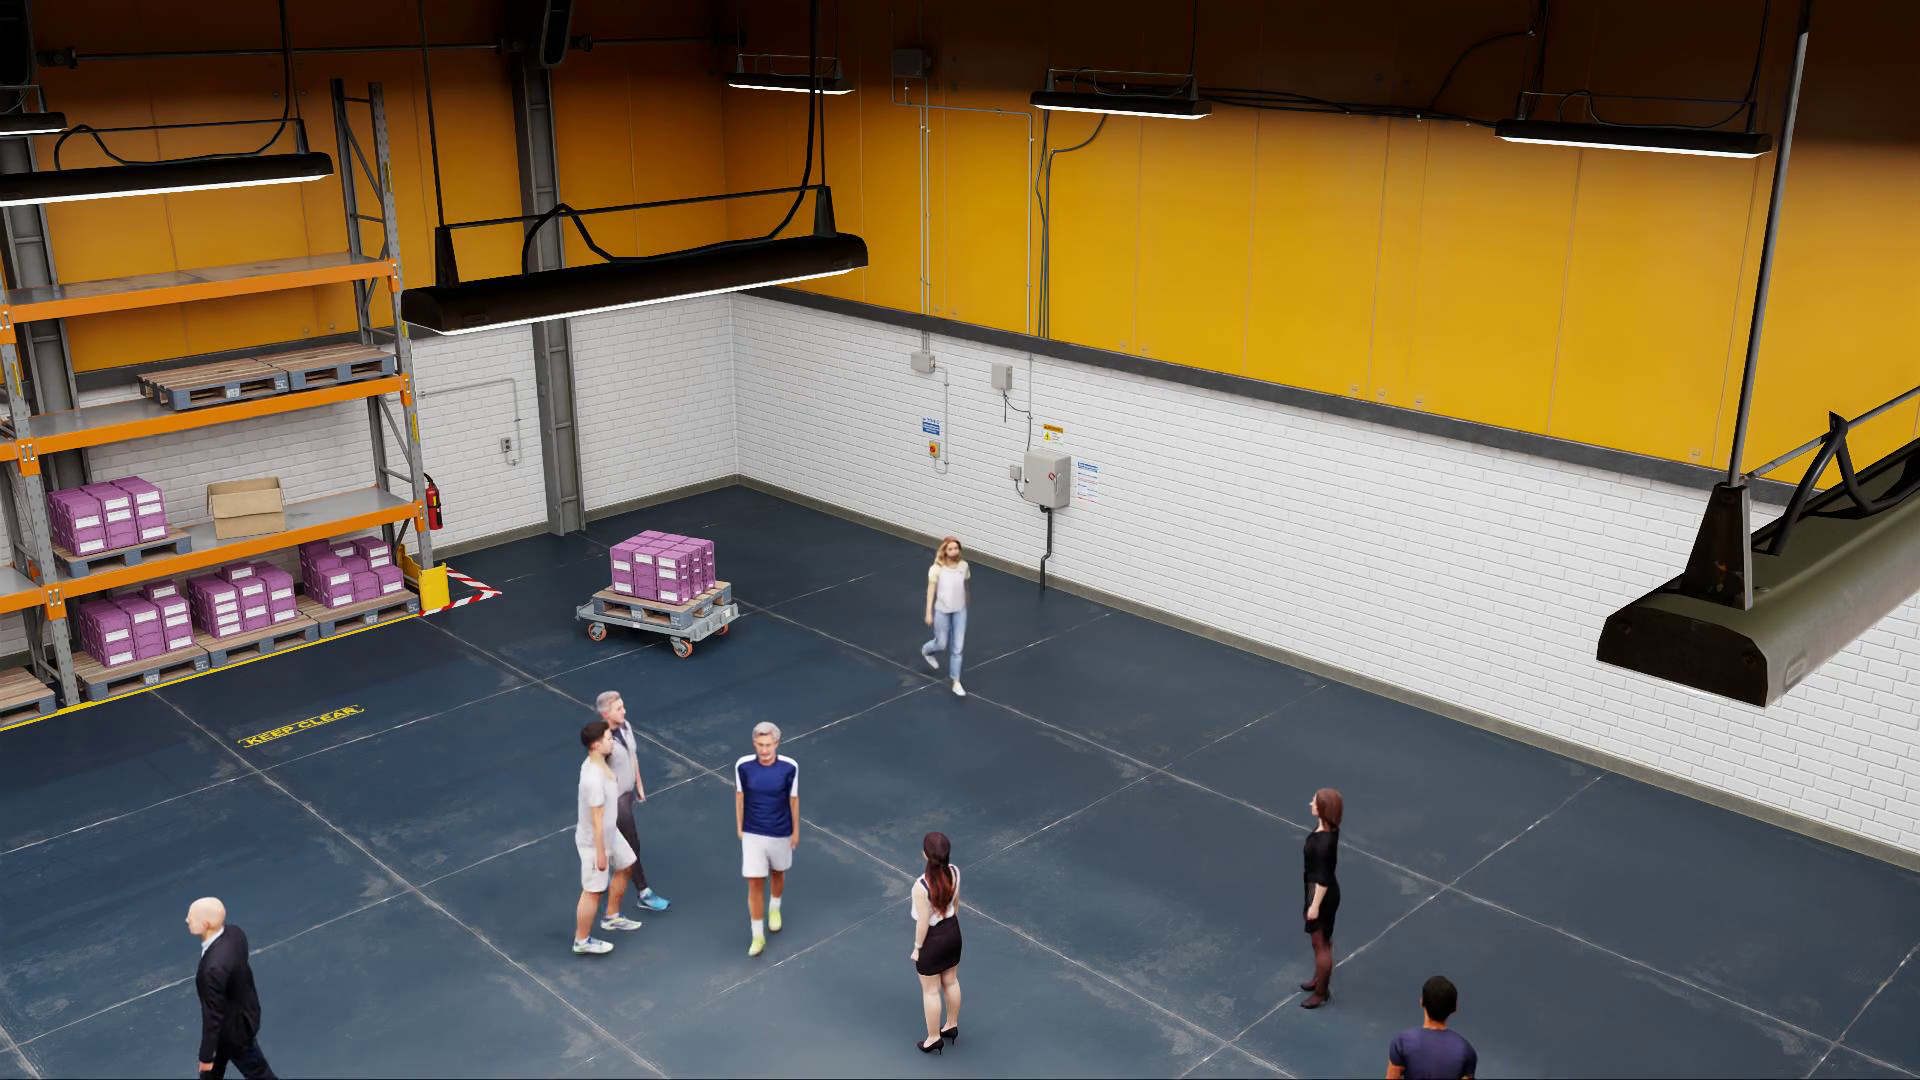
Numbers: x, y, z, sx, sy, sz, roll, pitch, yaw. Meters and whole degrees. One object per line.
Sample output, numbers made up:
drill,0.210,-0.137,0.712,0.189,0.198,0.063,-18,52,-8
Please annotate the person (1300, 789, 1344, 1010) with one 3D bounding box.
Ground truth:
person,2.581,2.536,11.825,0.719,1.706,0.599,5,19,14

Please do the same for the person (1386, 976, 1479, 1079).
person,2.637,3.332,9.357,0.792,1.774,0.851,1,19,3

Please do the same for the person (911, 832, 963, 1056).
person,-0.153,2.736,11.324,0.610,1.649,0.439,17,25,41

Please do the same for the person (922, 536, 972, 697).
person,-0.154,0.737,17.185,1.063,1.696,0.920,-10,21,-28

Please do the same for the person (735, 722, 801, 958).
person,-1.466,2.182,12.718,1.016,1.808,1.049,-1,19,-4

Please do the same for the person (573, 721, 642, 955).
person,-2.807,2.235,12.526,0.941,1.830,0.892,-2,19,-5

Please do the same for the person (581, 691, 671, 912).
person,-2.791,2.037,13.172,1.110,1.793,1.175,5,19,15

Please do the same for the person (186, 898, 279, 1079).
person,-4.421,3.016,10.316,1.274,1.761,1.088,-5,19,-14
